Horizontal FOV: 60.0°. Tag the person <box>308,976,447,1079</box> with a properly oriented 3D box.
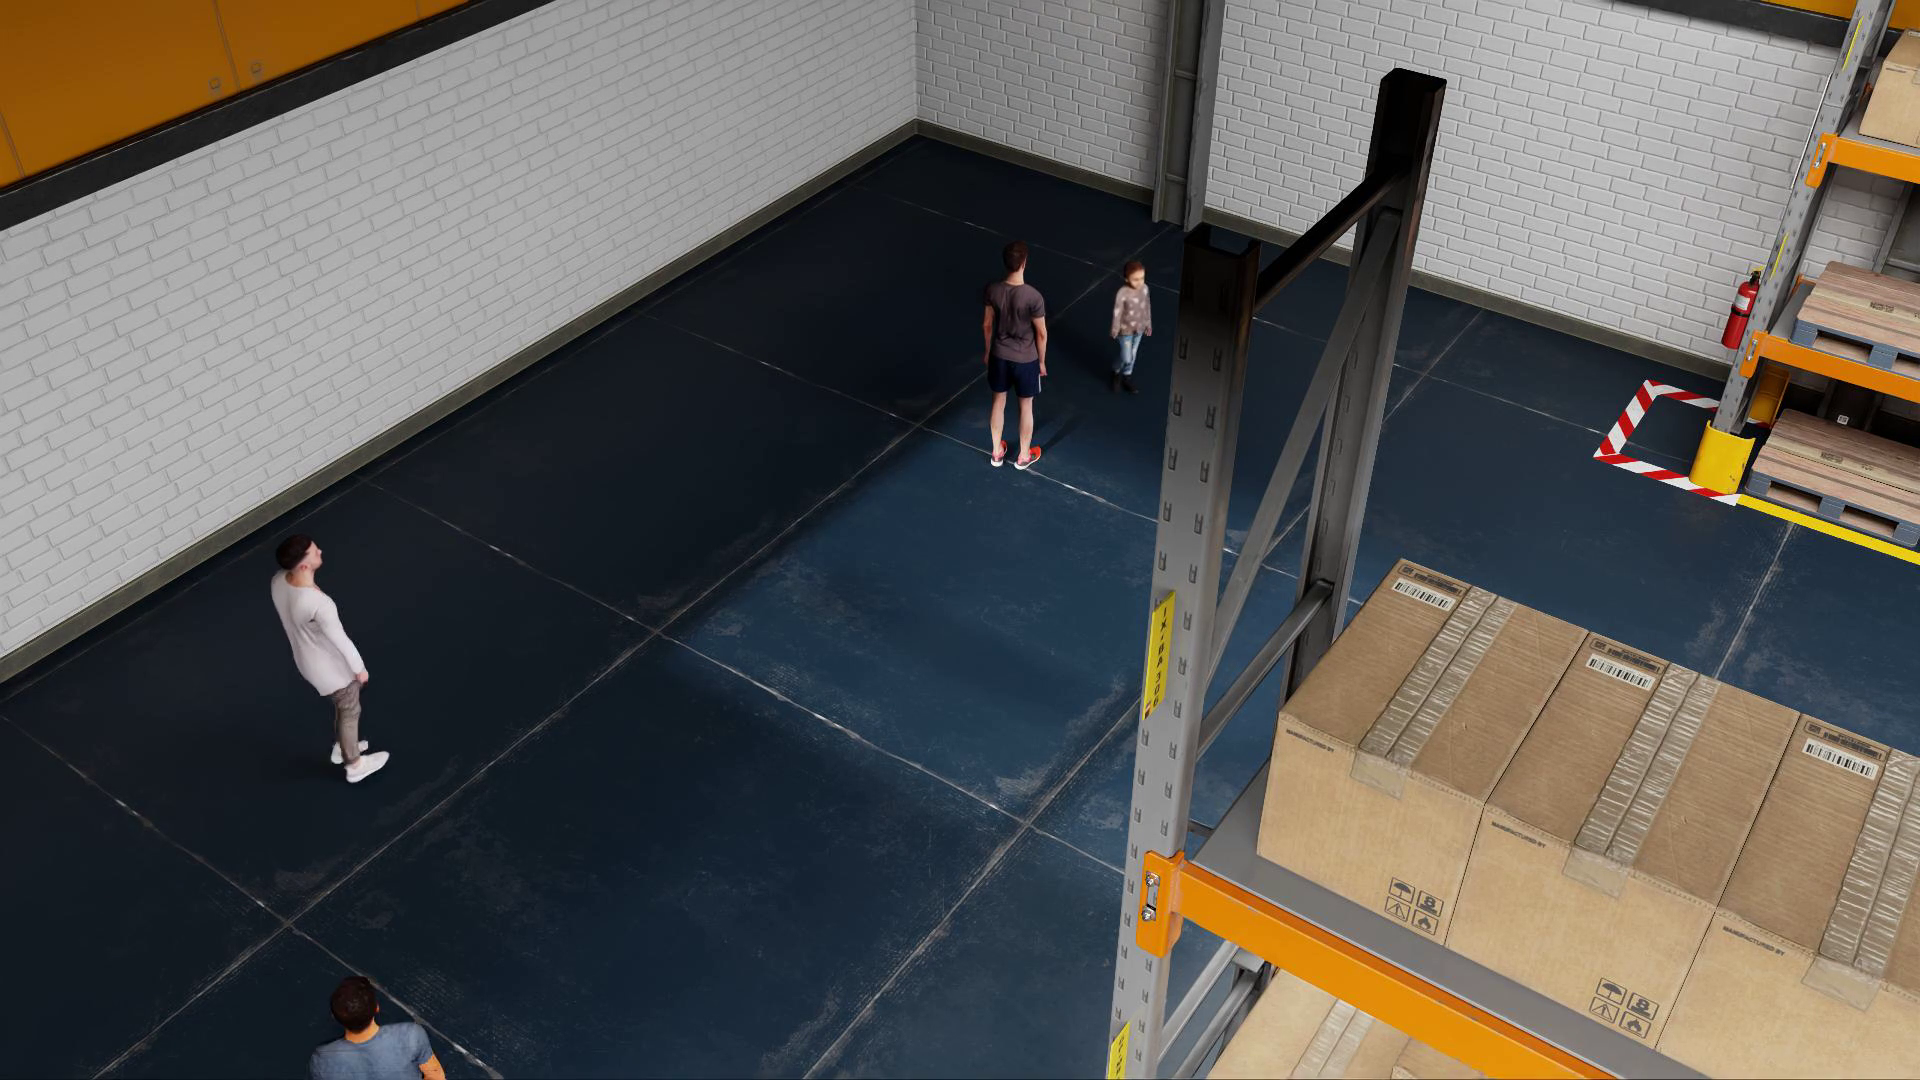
[{"bbox_3d":[-2.504,2.616,7.316,0.790,1.800,0.826,-12,40,-15],"label":"person"}]

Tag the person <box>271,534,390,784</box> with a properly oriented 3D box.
[{"bbox_3d":[-3.740,0.728,9.658,0.585,1.828,0.771,28,47,31],"label":"person"}]

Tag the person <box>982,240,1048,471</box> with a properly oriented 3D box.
[{"bbox_3d":[0.392,-1.344,12.228,0.576,1.858,0.760,13,40,16],"label":"person"}]

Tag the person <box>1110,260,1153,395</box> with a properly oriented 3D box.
[{"bbox_3d":[1.331,-1.721,13.237,0.552,1.188,0.590,-21,43,-24],"label":"person"}]
